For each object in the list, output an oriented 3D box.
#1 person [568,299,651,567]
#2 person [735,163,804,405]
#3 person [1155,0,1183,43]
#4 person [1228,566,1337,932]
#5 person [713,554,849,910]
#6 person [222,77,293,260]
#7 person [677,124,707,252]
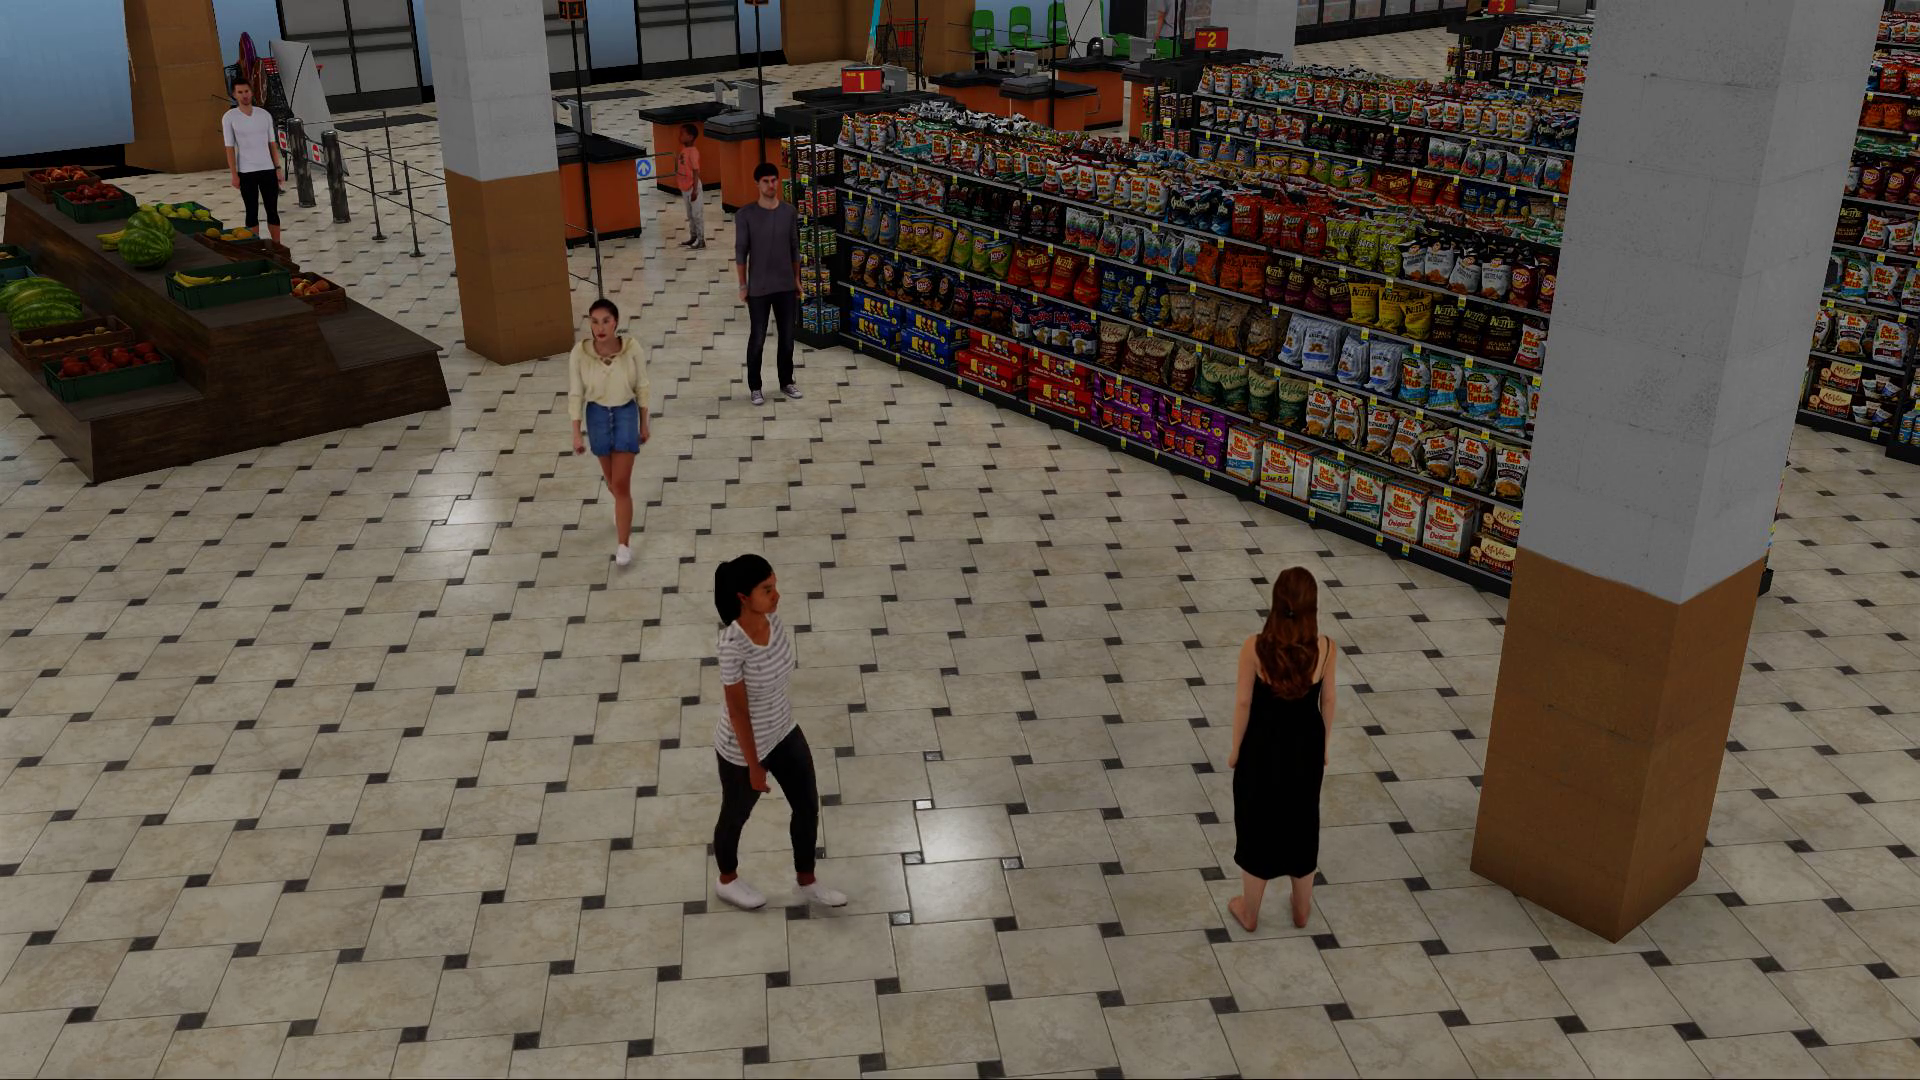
[{"bbox_3d":[-2.150,-0.713,10.315,1.050,1.588,1.229,-2,24,-5],"label":"person"},{"bbox_3d":[-1.477,-2.002,12.931,0.717,1.854,0.612,-12,26,-25],"label":"person"},{"bbox_3d":[3.500,-8.553,27.857,0.660,1.890,0.540,-18,30,-36],"label":"person"},{"bbox_3d":[1.291,0.855,6.688,0.670,1.624,0.719,-1,24,-2],"label":"person"},{"bbox_3d":[-0.907,0.810,6.794,0.875,1.623,0.721,13,27,28],"label":"person"},{"bbox_3d":[-7.207,-3.785,17.009,0.656,1.852,0.542,-18,30,-36],"label":"person"},{"bbox_3d":[-2.834,-3.739,17.579,0.571,1.311,0.454,-13,27,-28],"label":"person"}]
